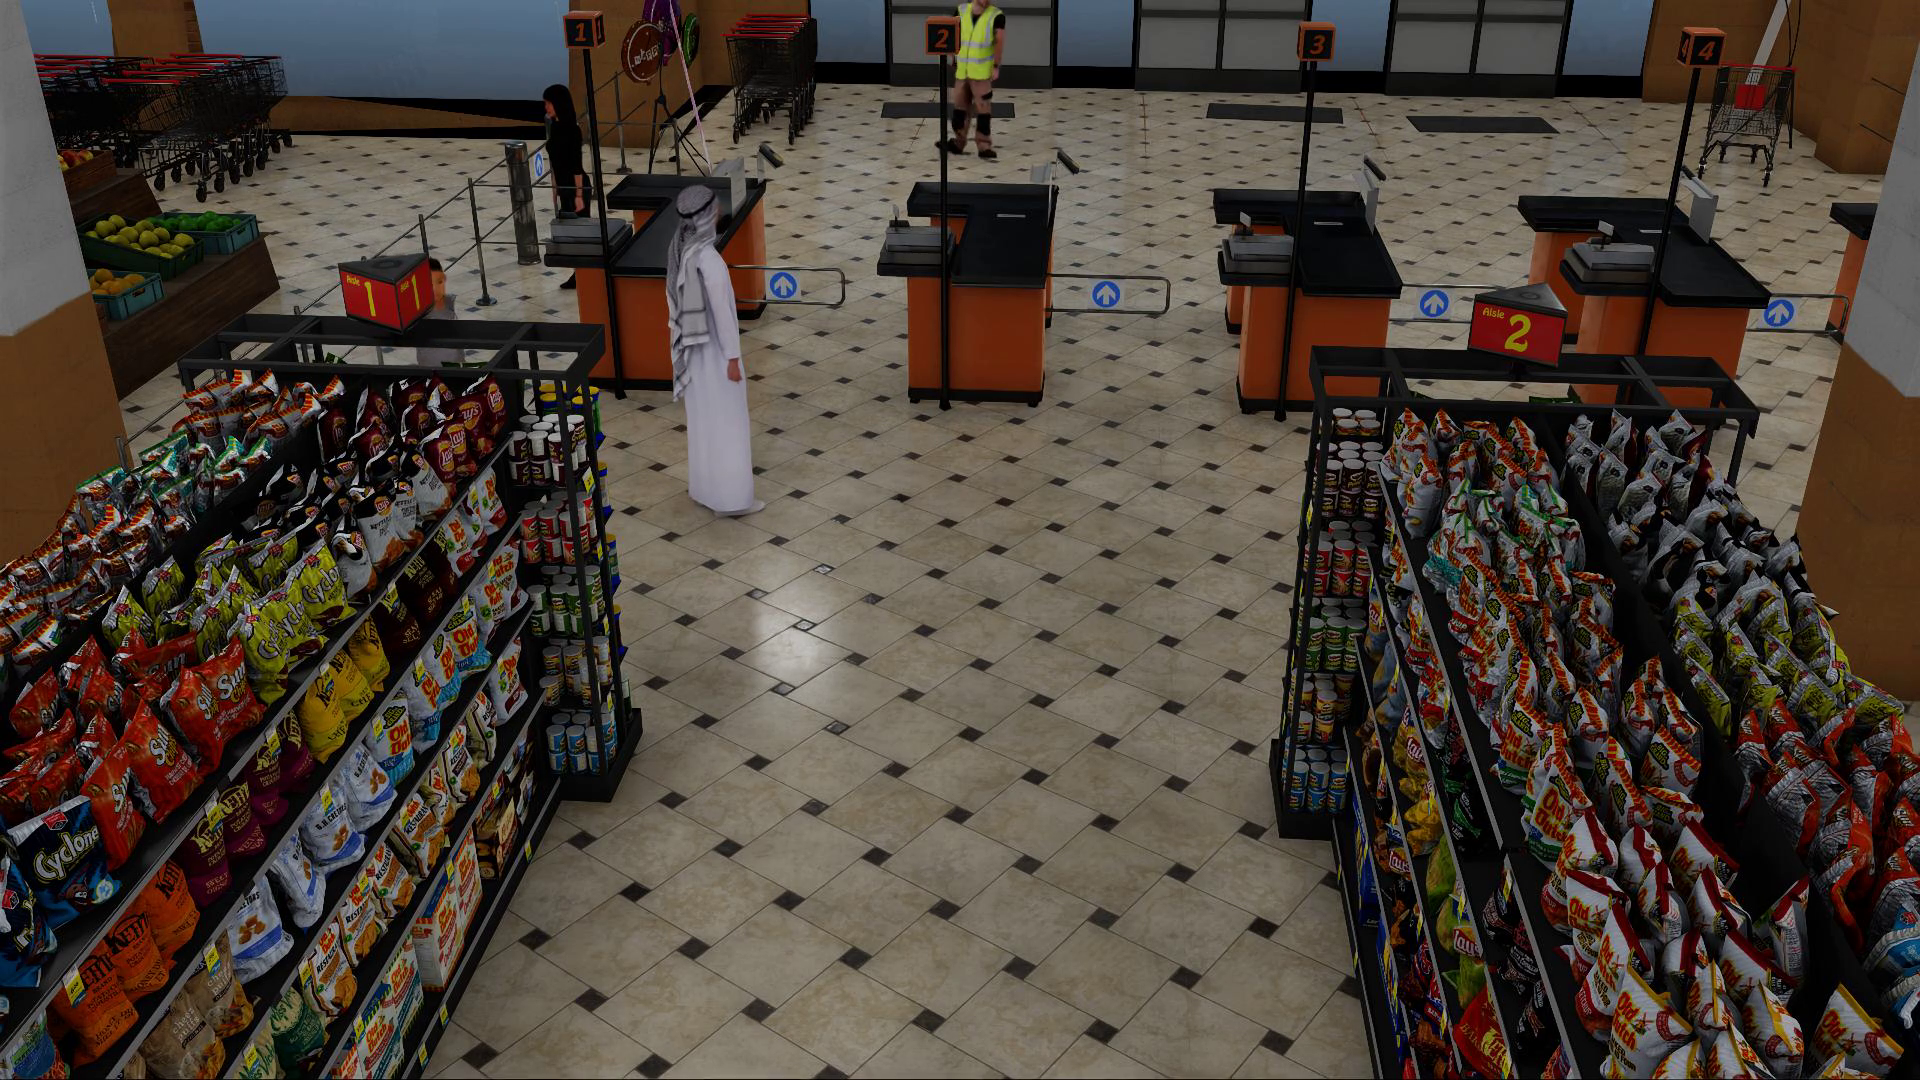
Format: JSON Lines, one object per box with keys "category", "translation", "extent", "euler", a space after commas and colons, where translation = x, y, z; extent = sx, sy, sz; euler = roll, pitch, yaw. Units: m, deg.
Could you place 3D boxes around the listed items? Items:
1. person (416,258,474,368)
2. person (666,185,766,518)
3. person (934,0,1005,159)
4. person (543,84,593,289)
{"category": "person", "translation": [-3.136, -1.060, 9.971], "extent": [0.855, 1.441, 0.908], "euler": [-22, 34, -36]}
{"category": "person", "translation": [-1.420, -1.064, 9.444], "extent": [0.857, 1.926, 0.788], "euler": [-19, 32, -32]}
{"category": "person", "translation": [0.106, -4.803, 16.947], "extent": [1.000, 1.808, 0.846], "euler": [16, 31, 29]}
{"category": "person", "translation": [-3.047, -2.765, 13.116], "extent": [0.684, 1.638, 0.635], "euler": [-23, 35, -38]}
